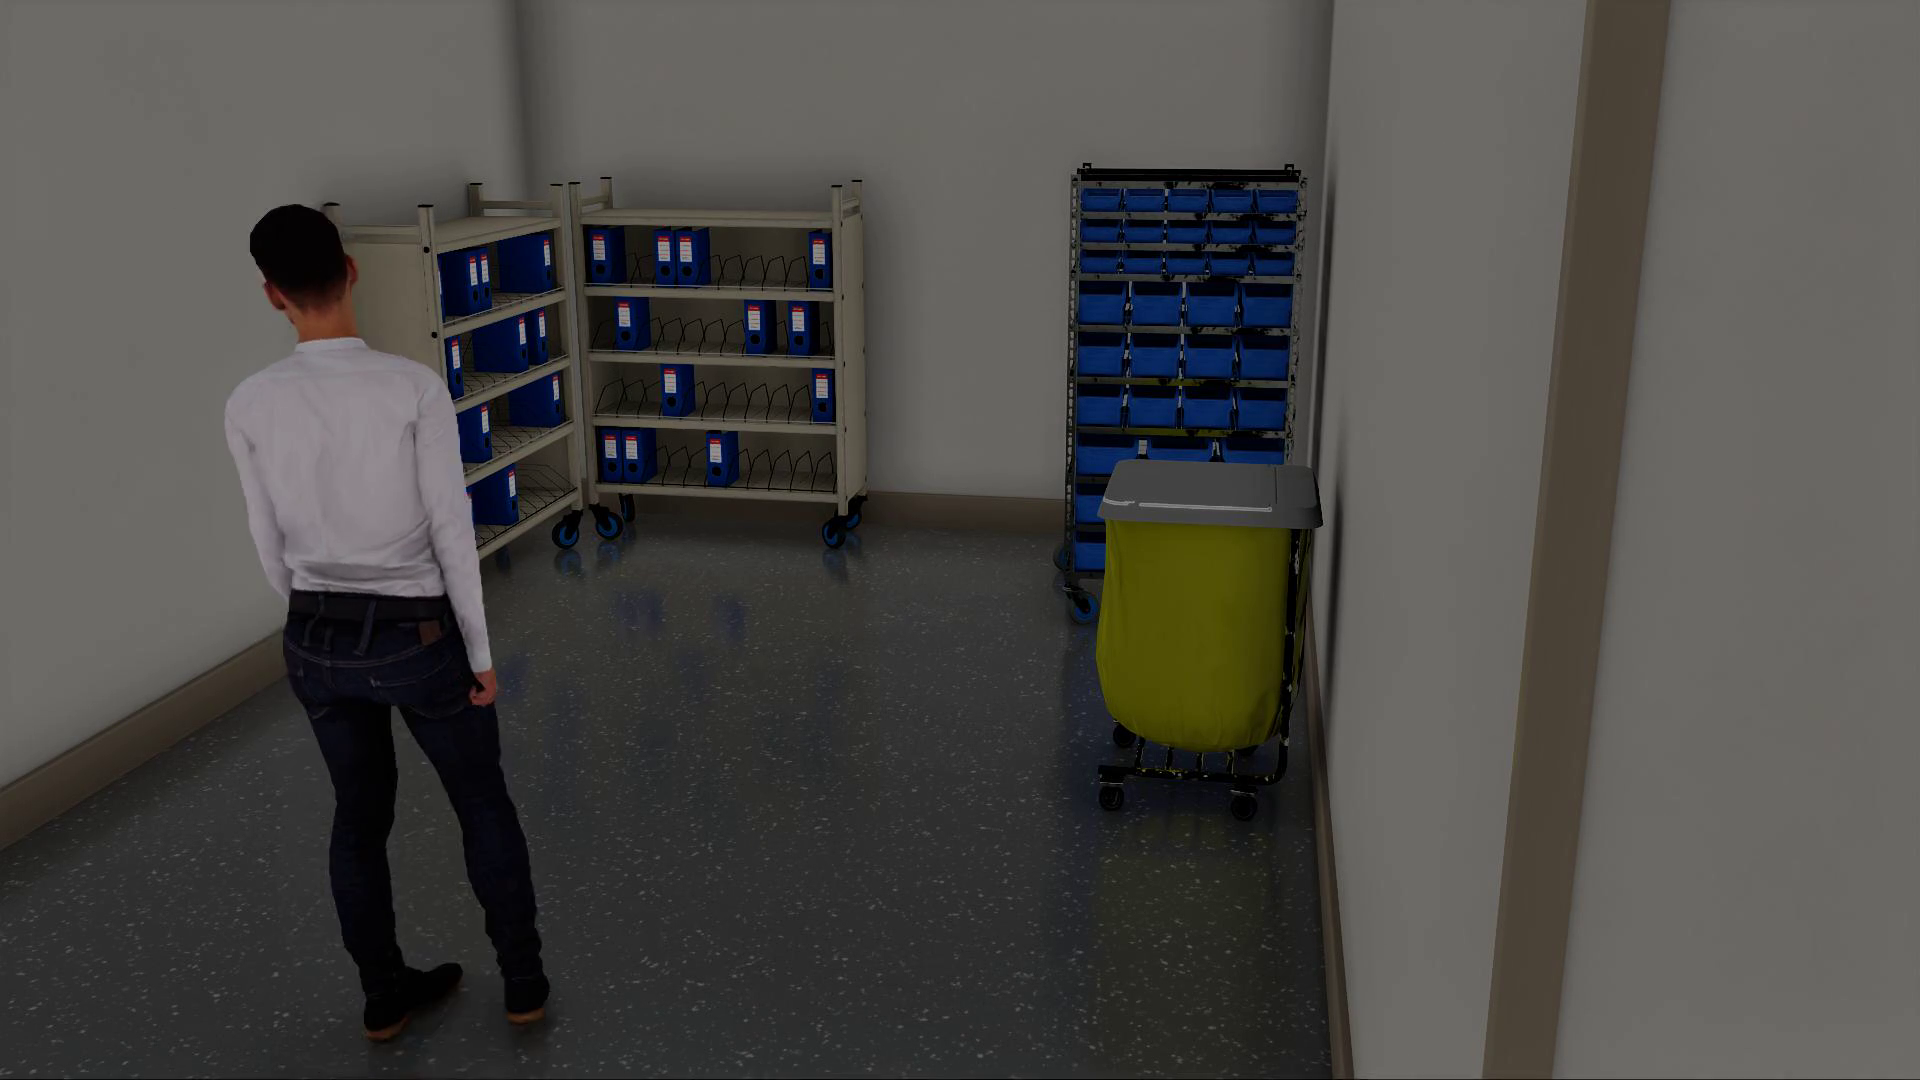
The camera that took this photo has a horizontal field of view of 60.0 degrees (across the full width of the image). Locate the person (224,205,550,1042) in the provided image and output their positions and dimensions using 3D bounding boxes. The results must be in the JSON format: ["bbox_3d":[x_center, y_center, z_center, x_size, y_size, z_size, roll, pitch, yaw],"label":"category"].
[{"bbox_3d":[-1.271,0.240,3.495,0.638,1.854,0.802,3,16,9],"label":"person"}]
